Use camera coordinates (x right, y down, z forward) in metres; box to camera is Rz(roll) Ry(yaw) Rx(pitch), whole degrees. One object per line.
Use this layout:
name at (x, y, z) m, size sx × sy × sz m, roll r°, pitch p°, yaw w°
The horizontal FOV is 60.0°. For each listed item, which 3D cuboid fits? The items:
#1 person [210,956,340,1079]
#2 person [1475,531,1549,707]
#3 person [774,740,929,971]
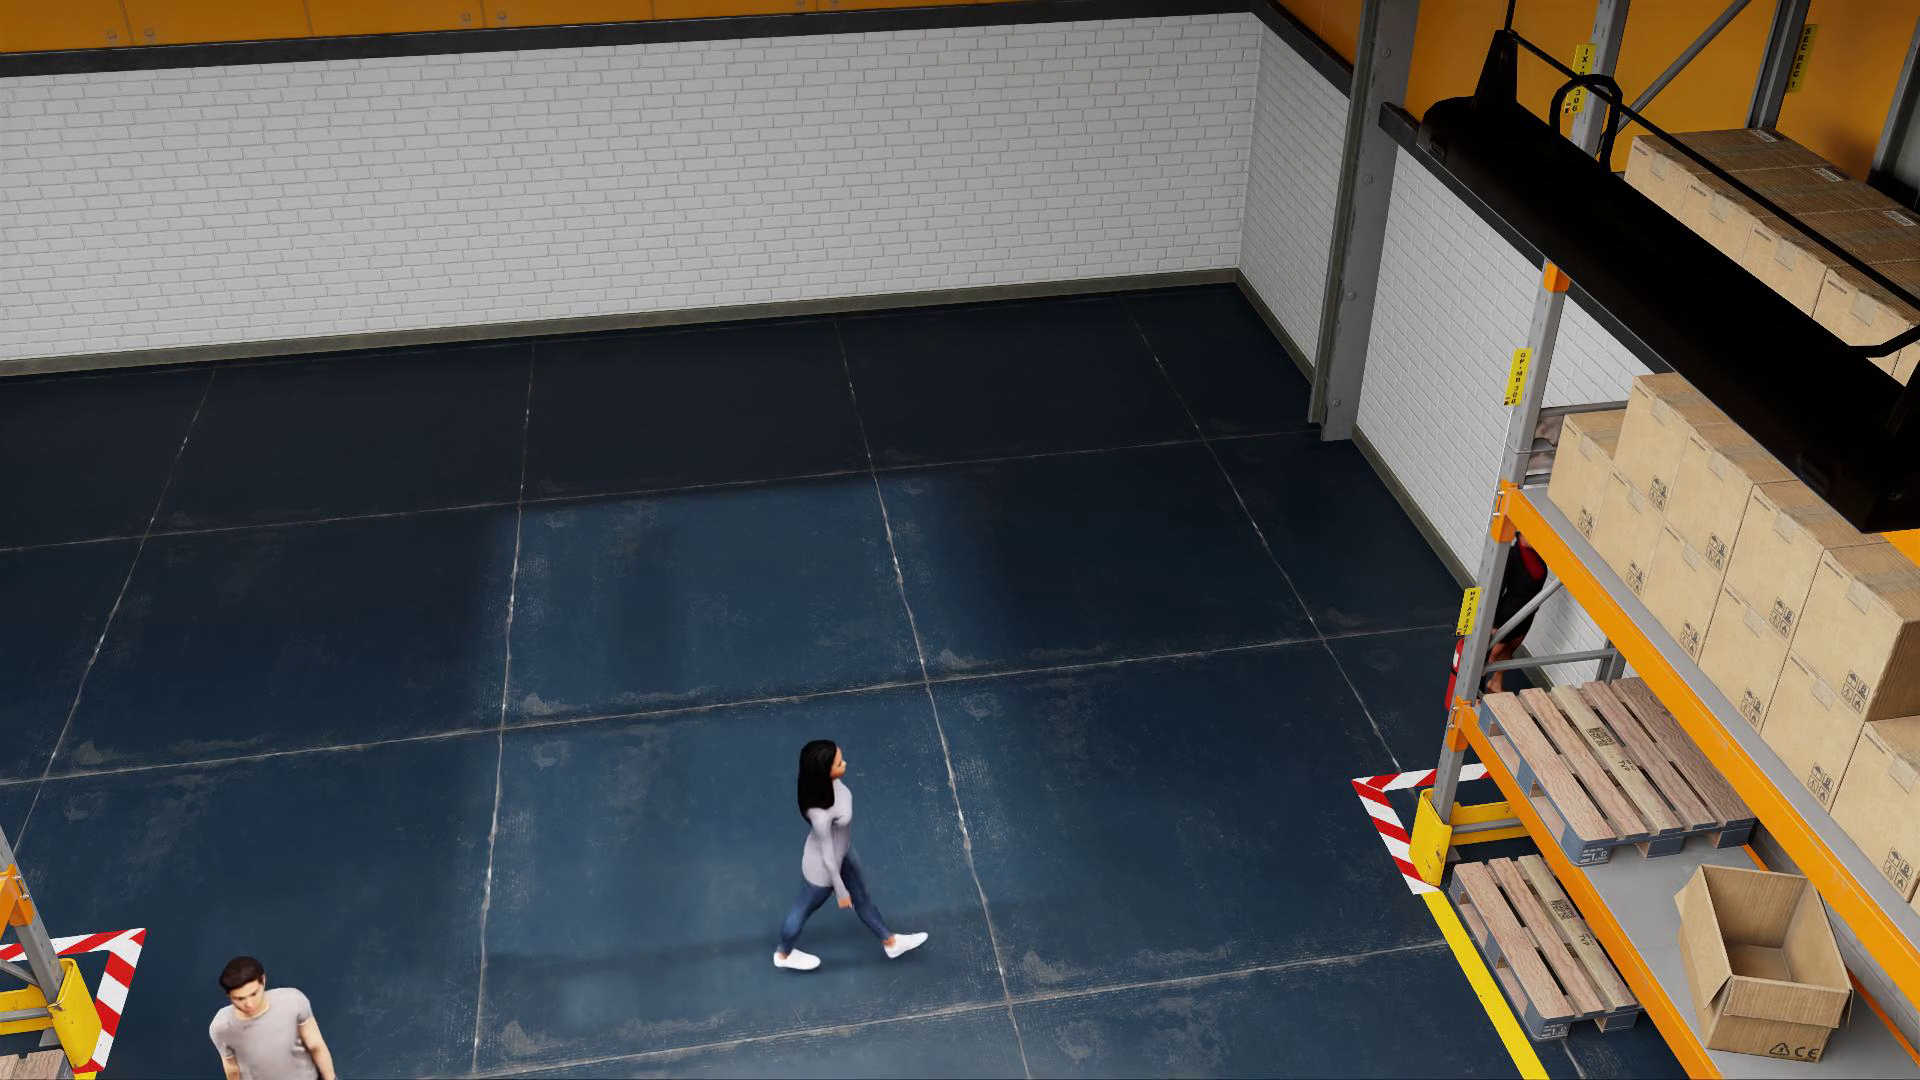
person at (-3.308, 2.599, 8.126) m, size 0.884 × 1.681 × 1.204 m, roll -18°, pitch 38°, yaw -25°
person at (3.732, 0.524, 11.285) m, size 0.675 × 1.640 × 0.720 m, roll -20°, pitch 39°, yaw -27°
person at (-0.846, 1.819, 9.291) m, size 0.846 × 1.692 × 1.120 m, roll 1°, pitch 34°, yaw 1°
